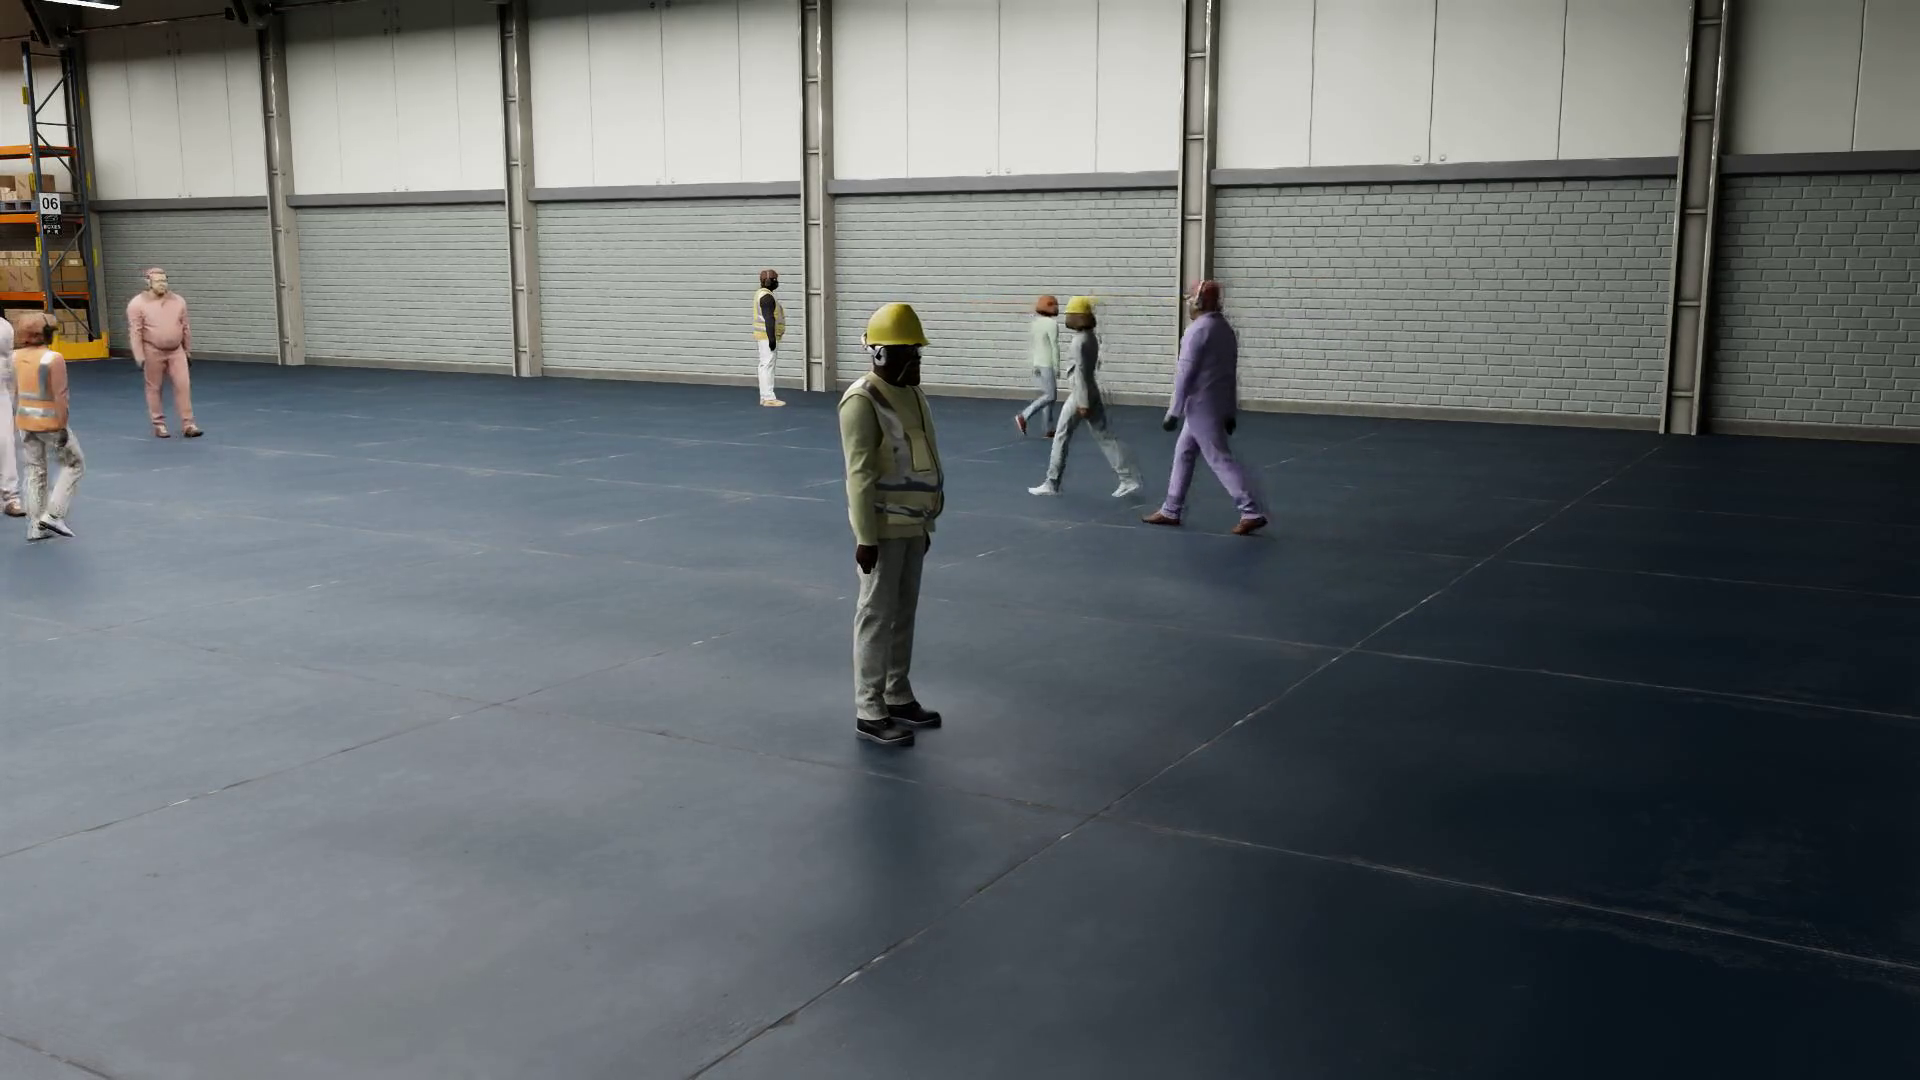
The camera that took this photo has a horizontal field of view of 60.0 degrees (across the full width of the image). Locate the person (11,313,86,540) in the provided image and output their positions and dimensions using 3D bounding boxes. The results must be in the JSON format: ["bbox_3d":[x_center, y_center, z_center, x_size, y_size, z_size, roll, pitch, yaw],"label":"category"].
[{"bbox_3d":[-6.511,-0.802,11.863,0.521,1.626,0.372,3,10,19],"label":"person"}]

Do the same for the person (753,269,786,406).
[{"bbox_3d":[-2.570,-2.727,22.487,0.429,1.844,0.626,-3,10,-15],"label":"person"}]

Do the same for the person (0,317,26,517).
[{"bbox_3d":[-7.733,-1.122,13.040,0.640,1.864,0.914,-9,13,-42],"label":"person"}]

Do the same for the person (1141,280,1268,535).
[{"bbox_3d":[1.833,-0.971,12.198,1.024,1.858,0.633,5,11,27],"label":"person"}]

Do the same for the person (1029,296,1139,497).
[{"bbox_3d":[1.069,-1.196,13.940,0.919,1.700,0.482,4,11,24],"label":"person"}]

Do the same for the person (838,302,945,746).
[{"bbox_3d":[-0.270,-0.073,6.977,0.404,1.830,0.603,4,10,22],"label":"person"}]

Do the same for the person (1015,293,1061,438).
[{"bbox_3d":[0.899,-1.914,18.368,0.581,1.616,0.504,-3,10,-20],"label":"person"}]

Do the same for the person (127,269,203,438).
[{"bbox_3d":[-8.768,-2.044,18.379,0.877,1.870,0.679,9,13,43],"label":"person"}]
